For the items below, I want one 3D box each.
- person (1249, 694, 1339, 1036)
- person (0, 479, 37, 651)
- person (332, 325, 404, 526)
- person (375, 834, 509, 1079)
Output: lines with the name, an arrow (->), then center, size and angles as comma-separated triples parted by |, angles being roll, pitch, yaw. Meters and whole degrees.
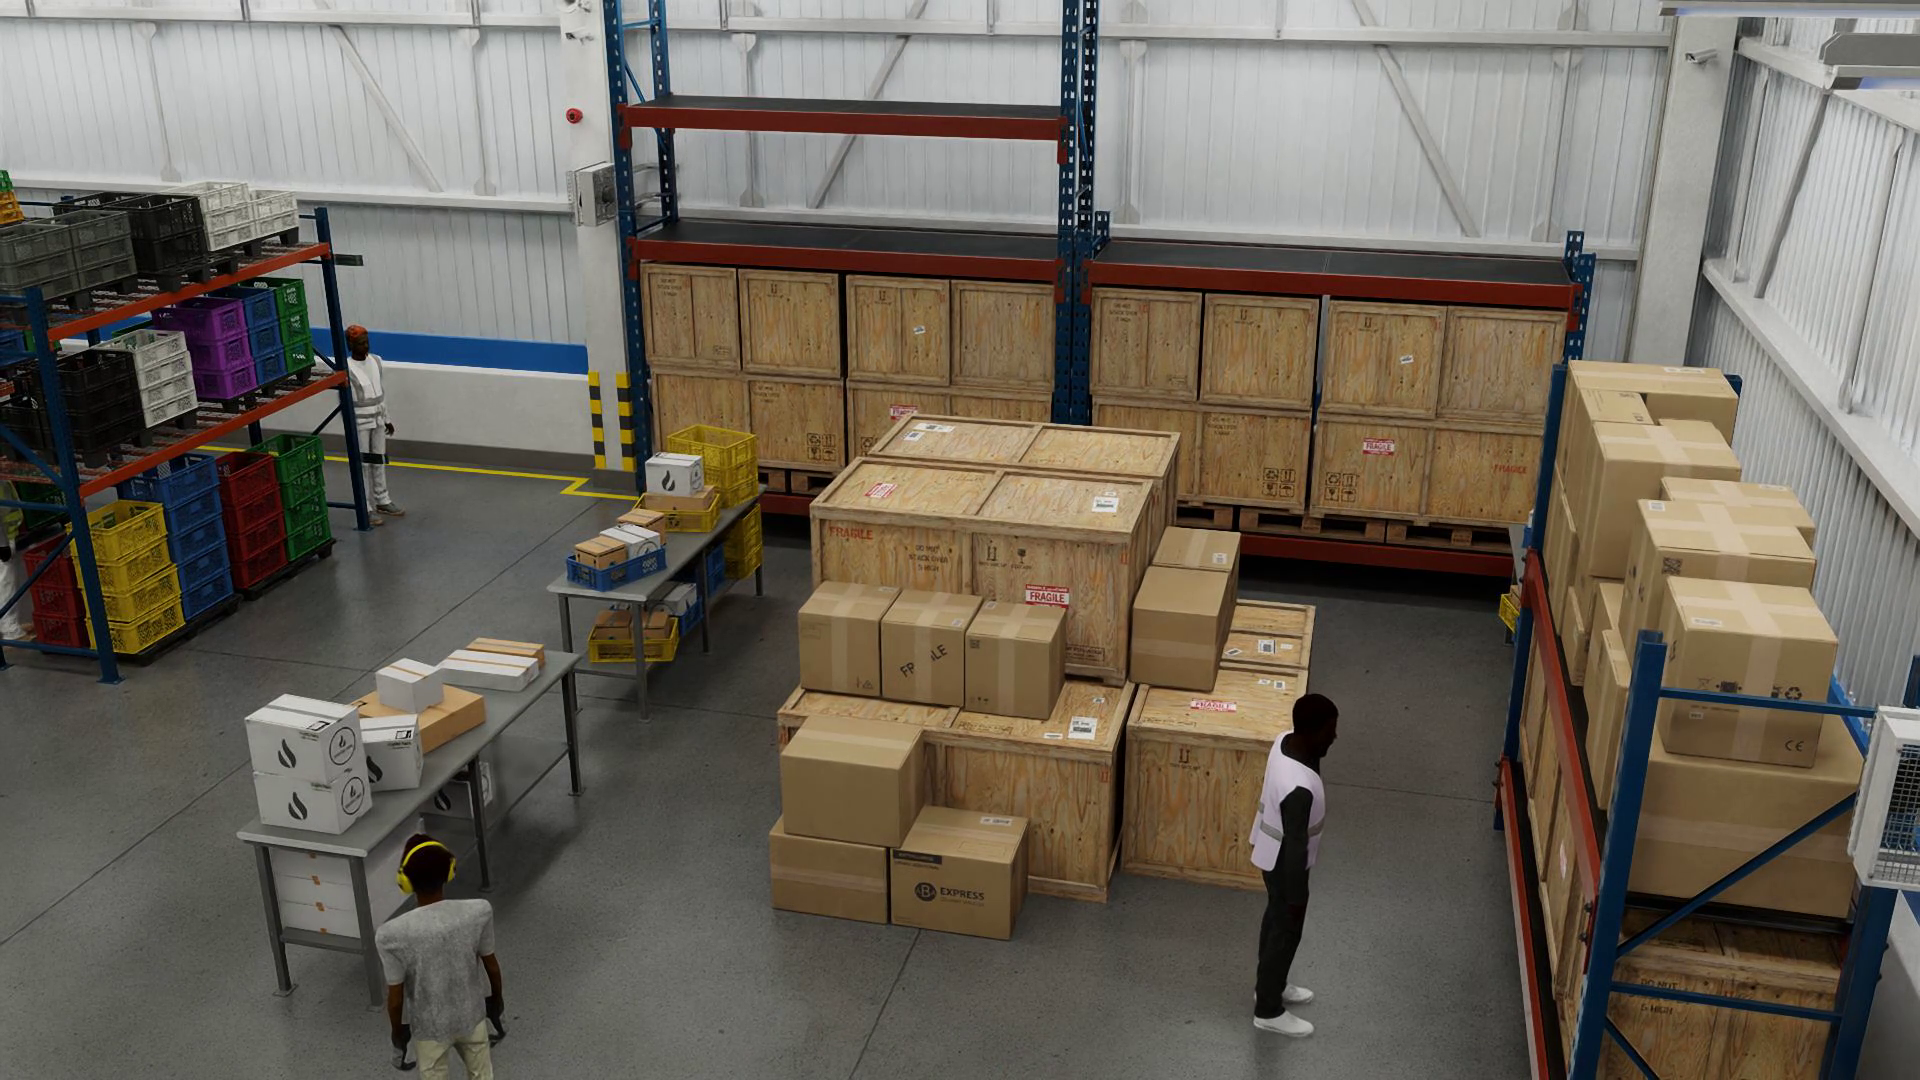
person -> 1.677, 1.638, 8.454 | 0.411, 1.905, 0.603 | 2, 21, 5
person -> -7.516, -0.051, 12.959 | 0.429, 1.839, 0.634 | -17, 27, -37
person -> -5.559, -1.087, 15.612 | 0.356, 1.883, 0.574 | 9, 23, 21
person -> -2.236, 2.110, 7.257 | 0.513, 1.877, 0.328 | -12, 24, -29
